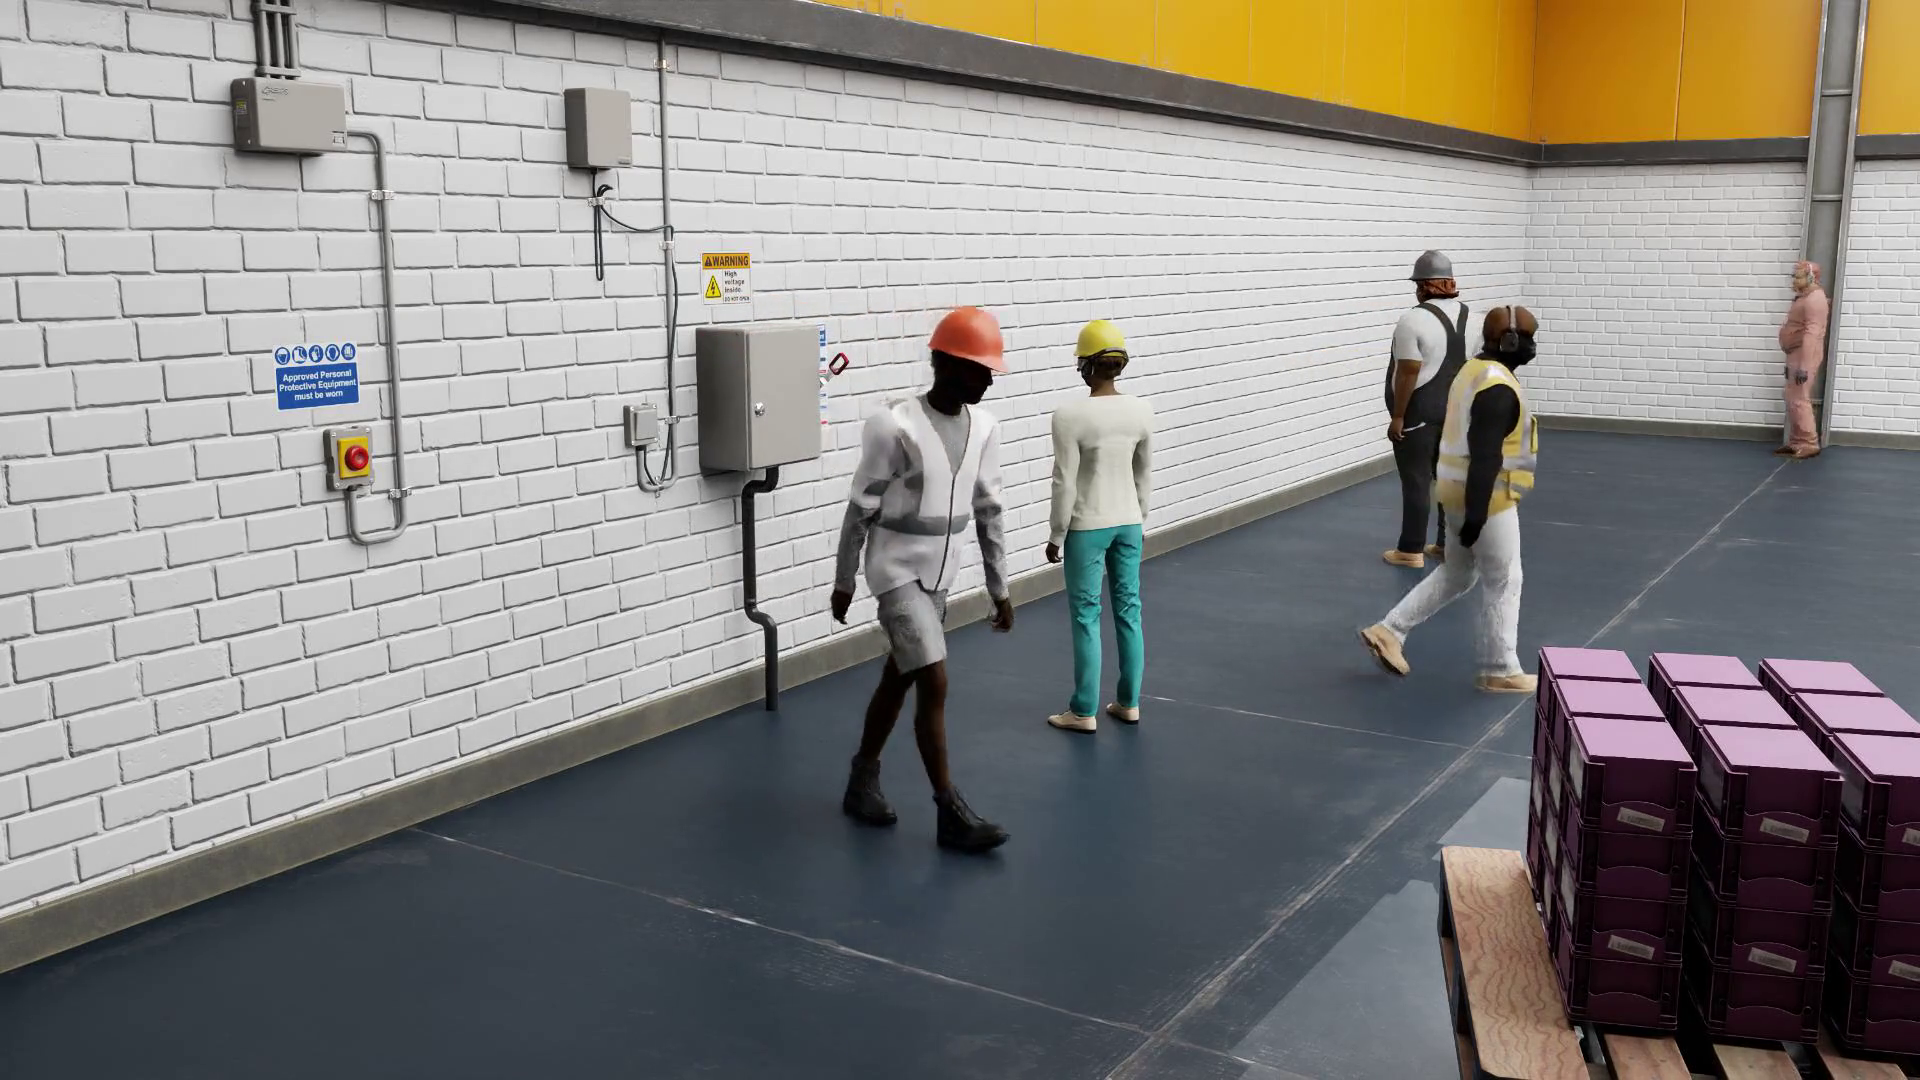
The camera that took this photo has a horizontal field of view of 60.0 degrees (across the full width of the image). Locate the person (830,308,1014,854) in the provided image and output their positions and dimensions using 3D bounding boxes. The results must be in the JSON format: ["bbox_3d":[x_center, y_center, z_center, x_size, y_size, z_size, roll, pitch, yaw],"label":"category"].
[{"bbox_3d":[-0.100,0.135,5.796,0.915,1.863,0.555,10,14,43],"label":"person"}]

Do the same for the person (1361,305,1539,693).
[{"bbox_3d":[2.332,-0.186,7.736,0.778,1.819,0.634,1,10,3],"label":"person"}]

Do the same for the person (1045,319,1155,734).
[{"bbox_3d":[0.593,-0.052,7.122,0.525,1.769,0.314,-6,12,-32],"label":"person"}]

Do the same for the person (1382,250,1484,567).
[{"bbox_3d":[3.009,-0.852,10.791,0.688,2.000,0.536,-6,12,-29],"label":"person"}]

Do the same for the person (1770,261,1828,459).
[{"bbox_3d":[8.203,-1.744,16.164,0.465,1.894,0.753,5,12,27],"label":"person"}]
